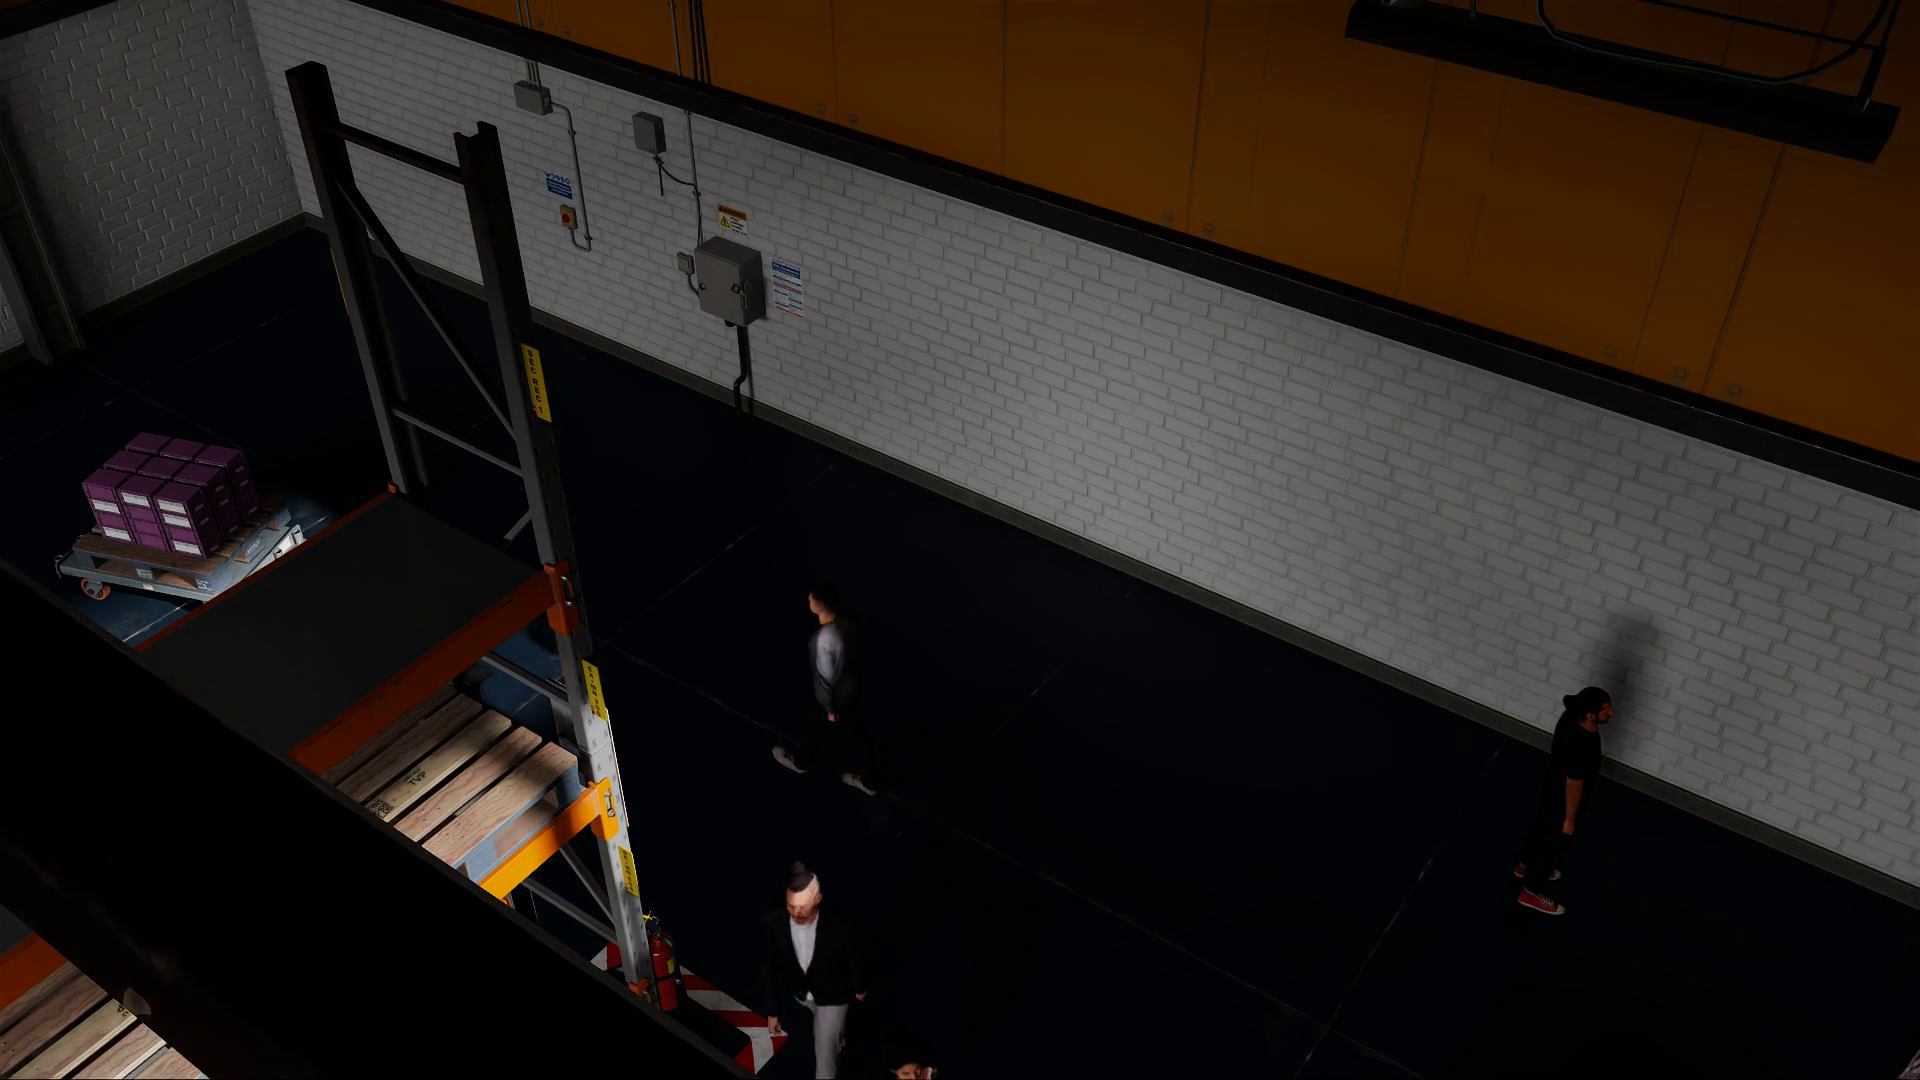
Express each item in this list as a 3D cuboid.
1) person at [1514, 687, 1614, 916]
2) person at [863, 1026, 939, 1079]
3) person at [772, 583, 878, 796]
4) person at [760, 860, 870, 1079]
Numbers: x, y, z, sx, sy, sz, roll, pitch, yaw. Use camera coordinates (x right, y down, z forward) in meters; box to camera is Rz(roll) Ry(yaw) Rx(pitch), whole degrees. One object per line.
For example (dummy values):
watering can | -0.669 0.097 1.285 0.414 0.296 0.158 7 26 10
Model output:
person | 3.696 1.563 10.187 0.776 1.759 0.658 7 39 8
person | -0.324 2.965 8.548 0.692 1.613 0.747 -26 45 -29
person | -0.725 1.015 10.896 0.683 1.729 0.923 24 44 27
person | -0.761 2.323 9.114 0.929 1.908 1.219 11 40 13
